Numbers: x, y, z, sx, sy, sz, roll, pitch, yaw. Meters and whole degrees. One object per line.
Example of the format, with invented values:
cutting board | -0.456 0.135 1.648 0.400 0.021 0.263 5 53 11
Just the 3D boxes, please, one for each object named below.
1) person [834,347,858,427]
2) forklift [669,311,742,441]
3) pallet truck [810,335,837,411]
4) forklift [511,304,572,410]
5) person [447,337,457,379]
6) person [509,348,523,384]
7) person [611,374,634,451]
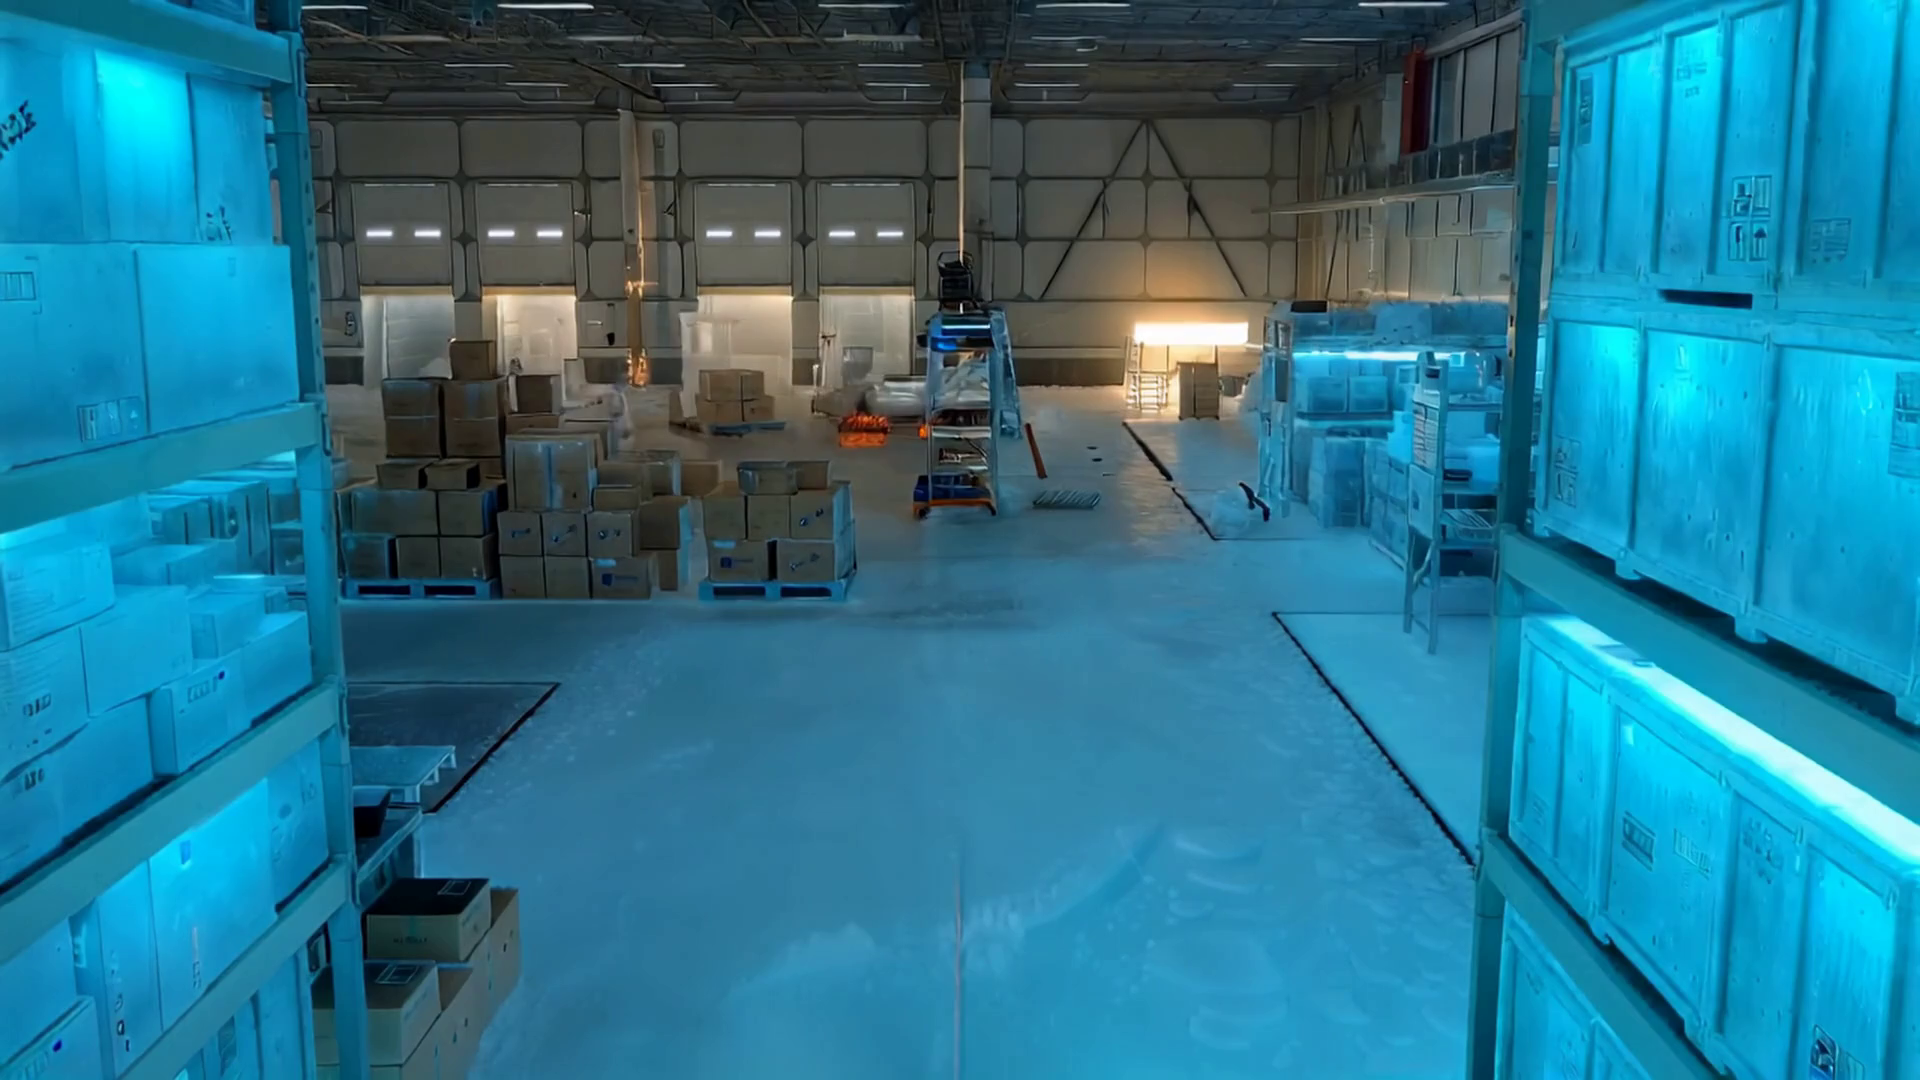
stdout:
person | -2.549 -3.636 39.485 0.855 1.916 0.635 -4 11 -21
forklift | -5.723 -3.678 36.924 1.129 2.768 1.873 -5 11 -27
pallet truck | -3.021 -4.312 43.126 1.885 1.965 0.823 3 10 17
forklift | -10.724 -4.629 42.411 1.129 2.768 1.873 0 10 1
person | -13.140 -4.307 43.298 0.373 1.929 0.542 -9 13 -42
person | -11.347 -4.098 42.798 0.402 1.686 0.538 8 12 37
person | -6.336 -2.134 30.887 0.979 1.897 0.552 0 10 -1
